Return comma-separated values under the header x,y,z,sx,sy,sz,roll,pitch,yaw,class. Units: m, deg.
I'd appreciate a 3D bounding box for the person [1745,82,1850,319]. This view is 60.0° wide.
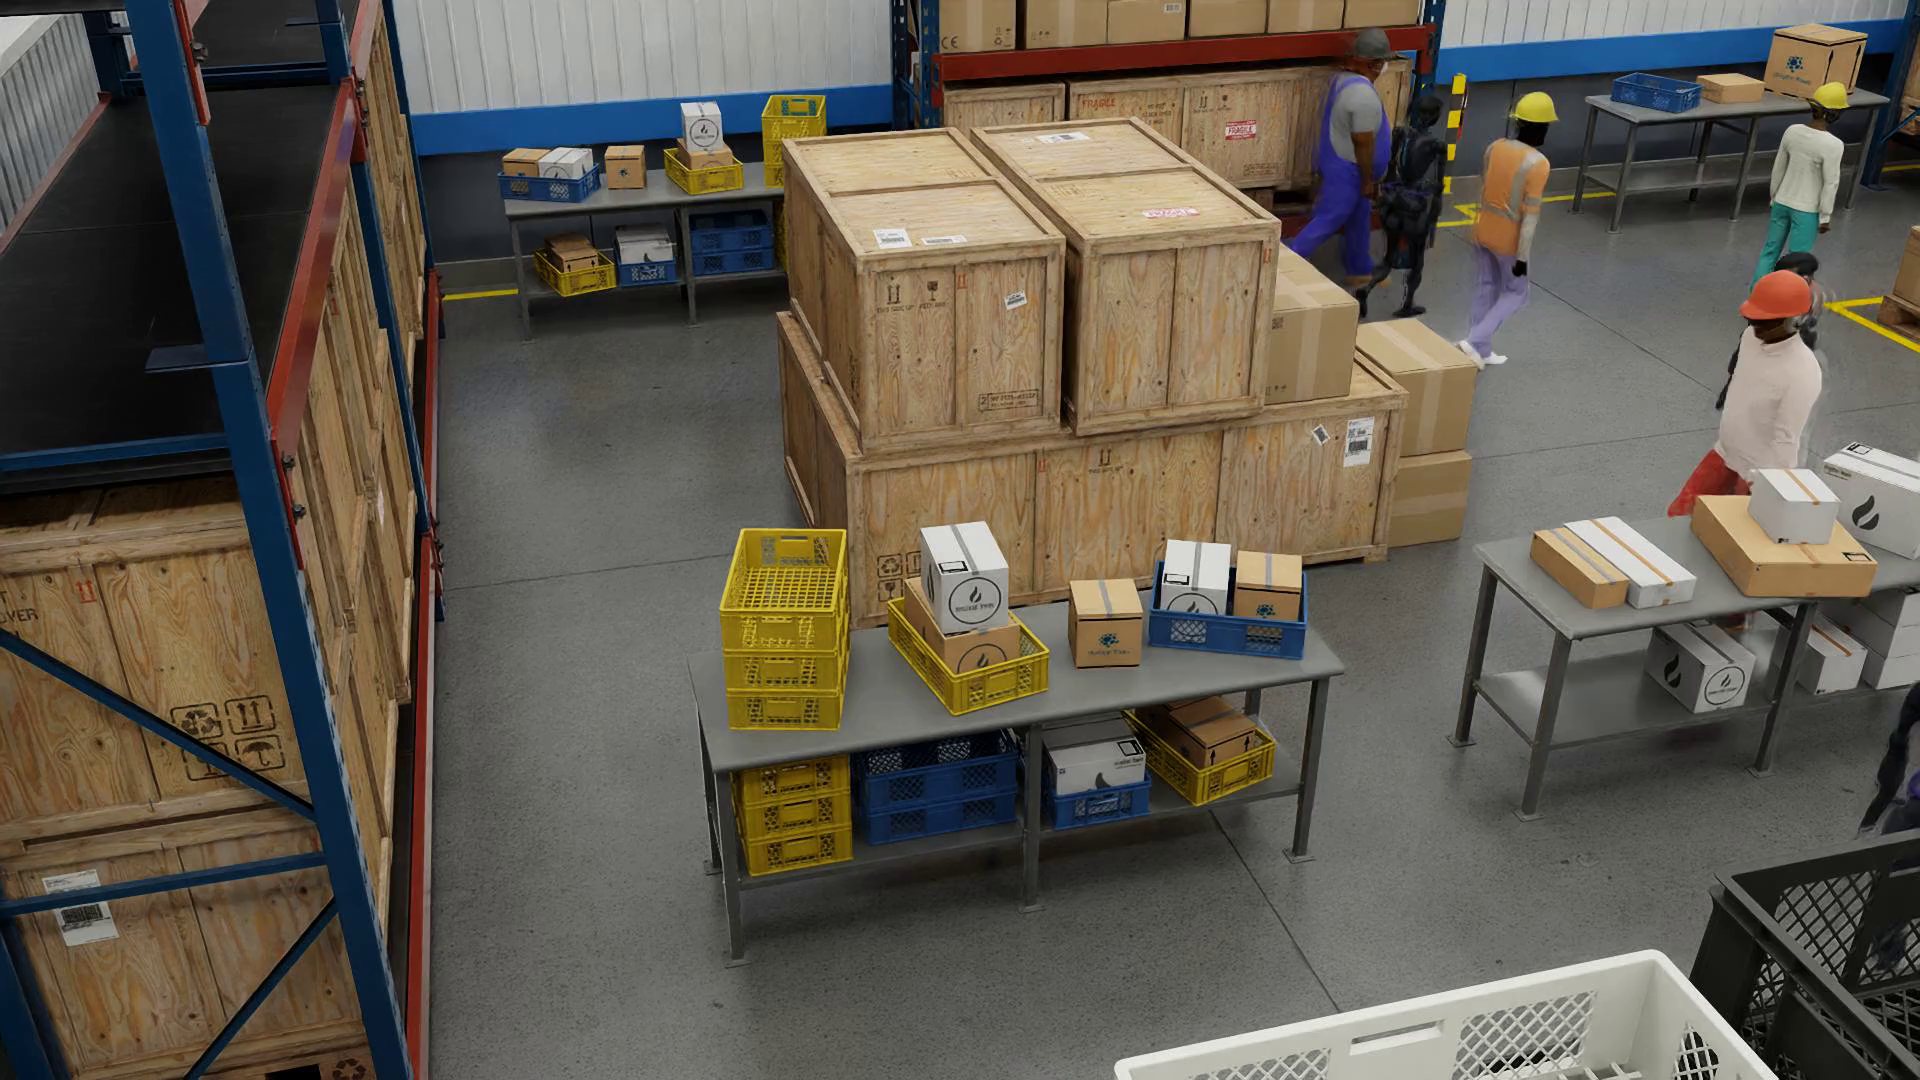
x,y,z,sx,sy,sz,roll,pitch,yaw,class
6.010,-2.378,11.880,0.314,1.767,0.534,-11,31,-19,person

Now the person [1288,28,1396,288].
x,y,z,sx,sy,sz,roll,pitch,yaw,class
2.822,-2.827,12.413,0.983,2.000,0.673,1,29,2,person

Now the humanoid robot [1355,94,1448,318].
x,y,z,sx,sy,sz,roll,pitch,yaw,class
3.181,-2.394,12.007,0.541,1.637,0.605,-19,34,-31,humanoid robot

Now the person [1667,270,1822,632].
x,y,z,sx,sy,sz,roll,pitch,yaw,class
3.740,-0.370,8.029,0.665,1.962,0.629,-4,29,-7,person

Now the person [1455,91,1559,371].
x,y,z,sx,sy,sz,roll,pitch,yaw,class
3.629,-2.018,11.074,0.485,1.913,0.590,-12,31,-20,person

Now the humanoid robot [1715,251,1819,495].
x,y,z,sx,sy,sz,roll,pitch,yaw,class
4.366,-0.770,9.049,0.336,1.657,0.631,-5,29,-10,humanoid robot

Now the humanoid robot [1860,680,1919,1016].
x,y,z,sx,sy,sz,roll,pitch,yaw,class
3.497,1.006,5.827,0.588,1.656,0.392,22,36,35,humanoid robot
